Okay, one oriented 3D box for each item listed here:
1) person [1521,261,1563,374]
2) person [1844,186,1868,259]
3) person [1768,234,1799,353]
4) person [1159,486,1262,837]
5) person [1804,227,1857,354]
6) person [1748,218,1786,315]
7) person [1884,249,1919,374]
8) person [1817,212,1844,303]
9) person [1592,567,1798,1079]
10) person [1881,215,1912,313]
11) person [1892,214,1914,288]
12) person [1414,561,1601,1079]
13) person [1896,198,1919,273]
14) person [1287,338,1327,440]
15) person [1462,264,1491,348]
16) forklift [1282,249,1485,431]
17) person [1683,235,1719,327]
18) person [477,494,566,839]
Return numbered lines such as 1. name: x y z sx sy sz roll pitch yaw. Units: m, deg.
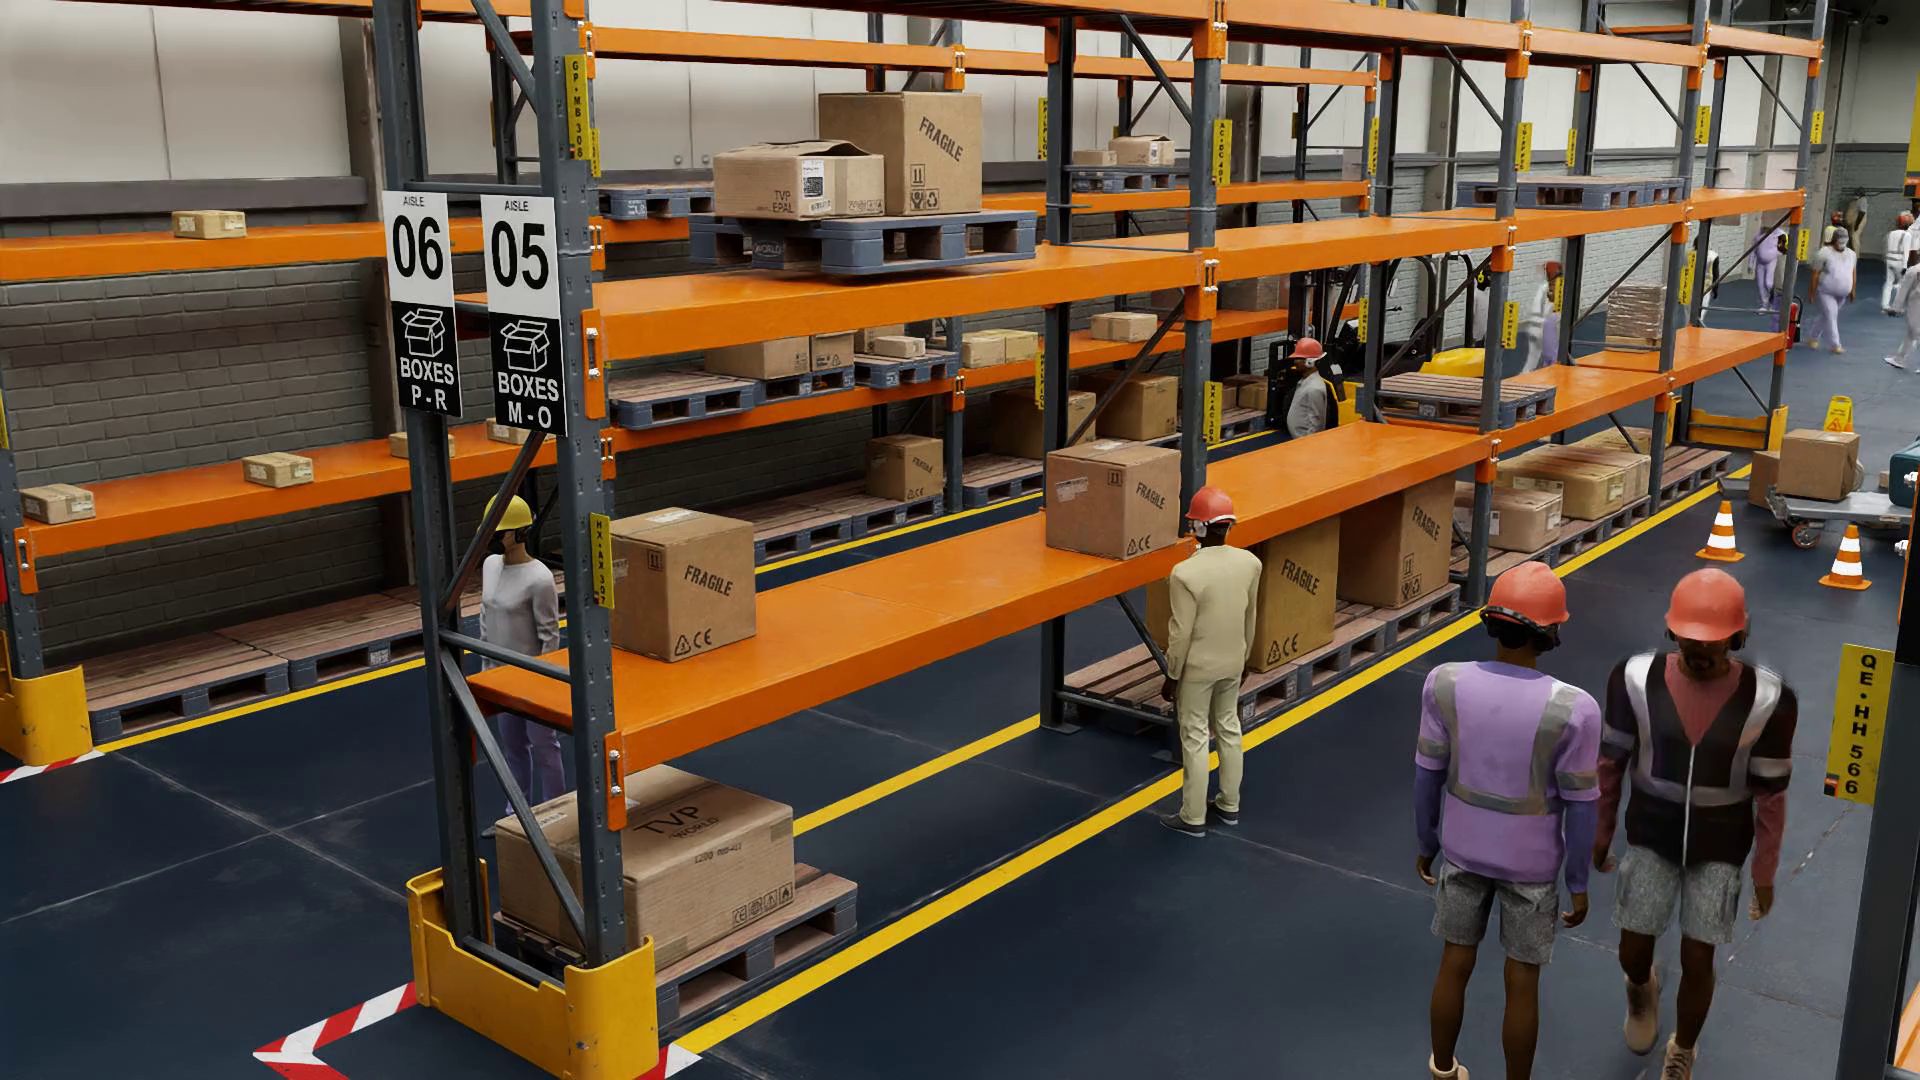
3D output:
1. person: 7.427 -2.583 20.992 0.790 1.838 0.604 0 14 -2
2. person: 24.483 -8.702 45.498 0.560 2.000 0.754 2 14 7
3. person: 12.992 -3.899 26.314 0.332 1.865 0.520 -2 14 -6
4. person: 1.217 0.595 8.237 0.575 1.749 0.334 -10 17 -34
5. person: 13.823 -4.010 26.396 0.692 2.000 1.001 -3 14 -11
6. person: 15.419 -5.251 31.804 0.454 1.876 0.684 -8 16 -30
7. person: 13.912 -3.356 24.127 0.643 1.858 1.031 -5 15 -21
8. person: 17.695 -5.733 33.804 0.568 1.849 0.386 -12 18 -39
9. person: 2.544 1.050 5.842 0.619 2.024 0.580 7 15 26
10. person: 18.057 -5.282 31.925 0.605 1.864 0.612 -3 14 -12
11. person: 21.118 -6.463 37.234 0.279 1.630 0.501 9 16 33
12. person: 1.869 1.067 5.717 0.615 2.042 0.374 10 17 36
13. person: 22.877 -7.316 40.068 0.613 1.940 0.850 3 14 11
14. person: 2.911 -0.832 14.047 0.327 1.753 0.563 1 14 4
15. person: 6.351 -2.461 20.474 0.320 1.861 0.503 9 16 32
16. forklift: 4.886 -2.214 18.767 2.313 2.155 1.214 11 18 38
17. person: 12.087 -4.112 27.295 0.624 1.811 0.869 10 17 36
18. person: -2.135 0.639 8.035 0.525 1.769 0.309 10 17 36
